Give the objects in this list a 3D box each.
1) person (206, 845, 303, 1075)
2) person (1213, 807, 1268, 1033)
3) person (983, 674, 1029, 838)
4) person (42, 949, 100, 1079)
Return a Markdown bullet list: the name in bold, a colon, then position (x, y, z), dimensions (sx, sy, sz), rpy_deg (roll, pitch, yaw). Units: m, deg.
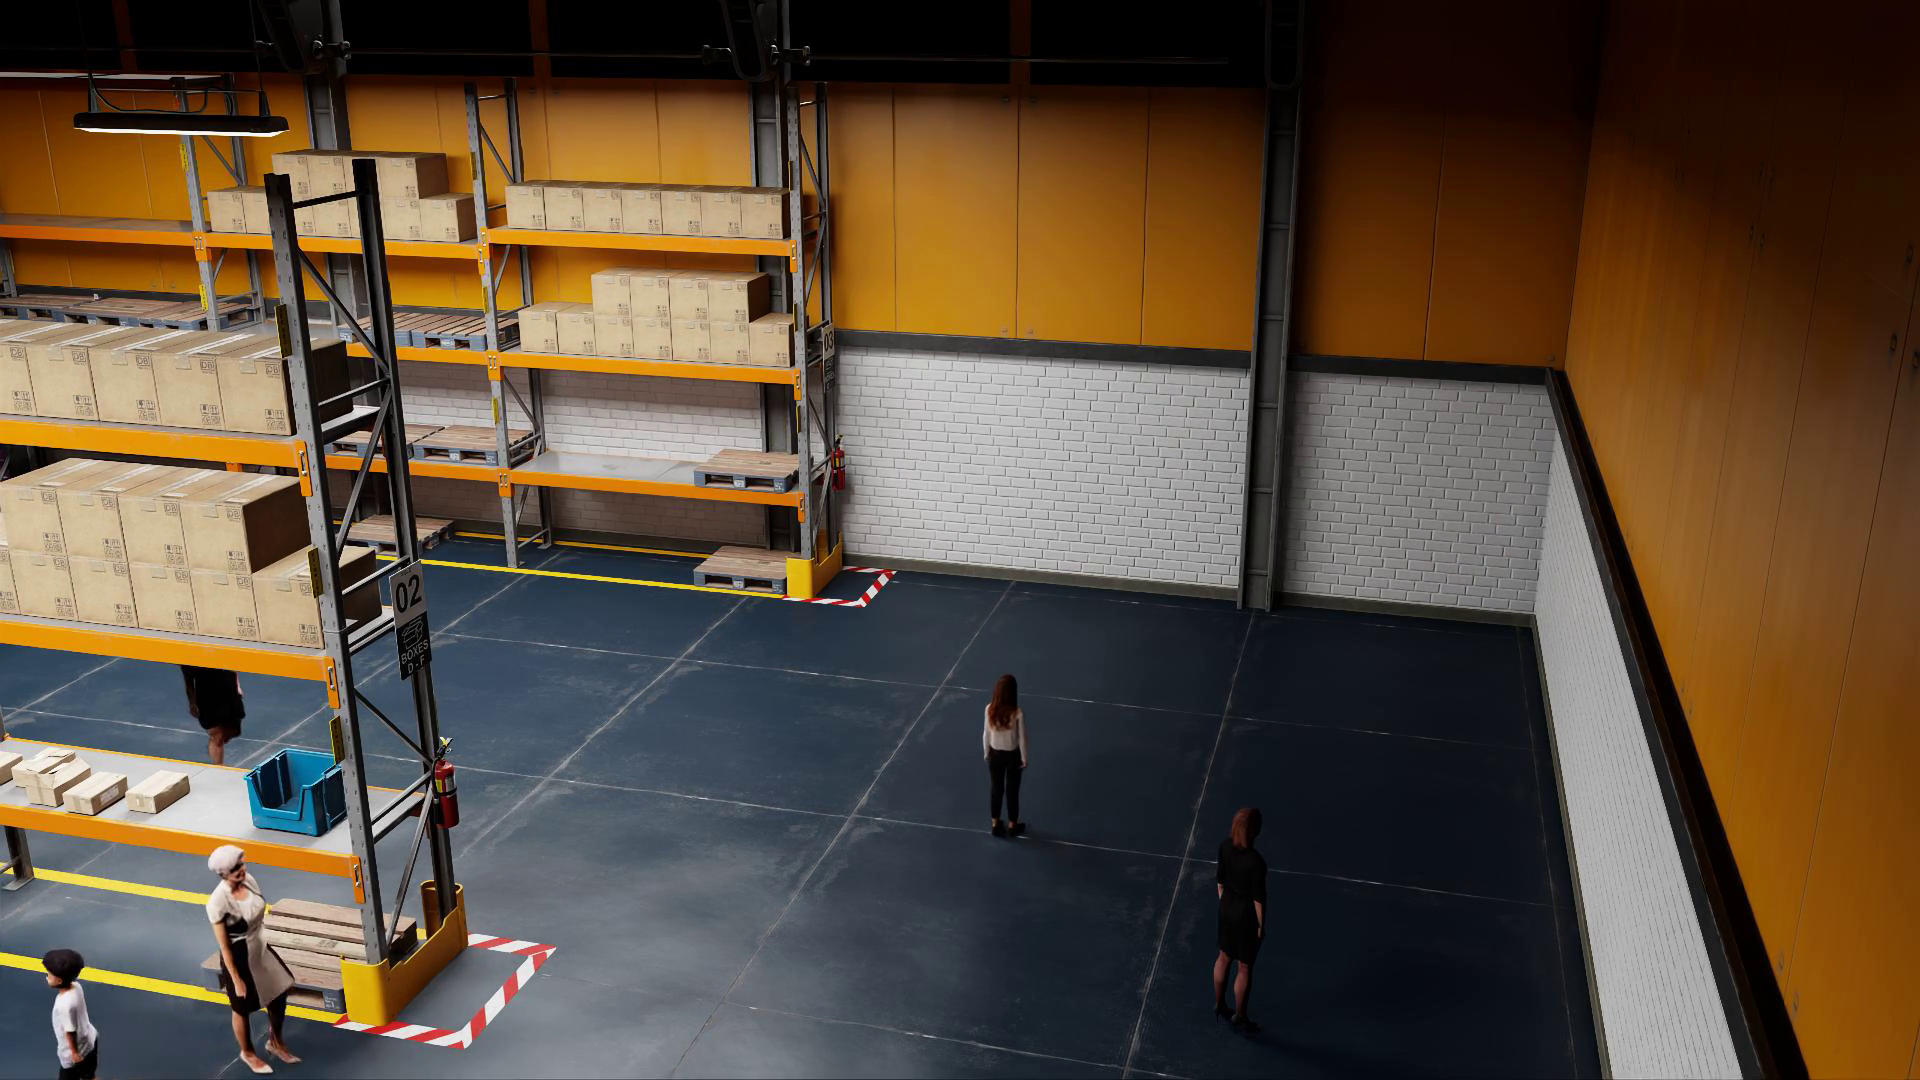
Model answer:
- **person**: position (-4.878, 2.822, 11.184), dimensions (0.633, 1.743, 0.638), rpy_deg (4, 19, 13)
- **person**: position (1.972, 2.662, 11.722), dimensions (0.719, 1.704, 0.637), rpy_deg (-13, 22, -33)
- **person**: position (0.389, 1.866, 14.429), dimensions (0.416, 1.484, 0.614), rpy_deg (6, 20, 18)
- **person**: position (-5.664, 3.217, 10.784), dimensions (0.607, 1.251, 0.570), rpy_deg (-5, 19, -14)
